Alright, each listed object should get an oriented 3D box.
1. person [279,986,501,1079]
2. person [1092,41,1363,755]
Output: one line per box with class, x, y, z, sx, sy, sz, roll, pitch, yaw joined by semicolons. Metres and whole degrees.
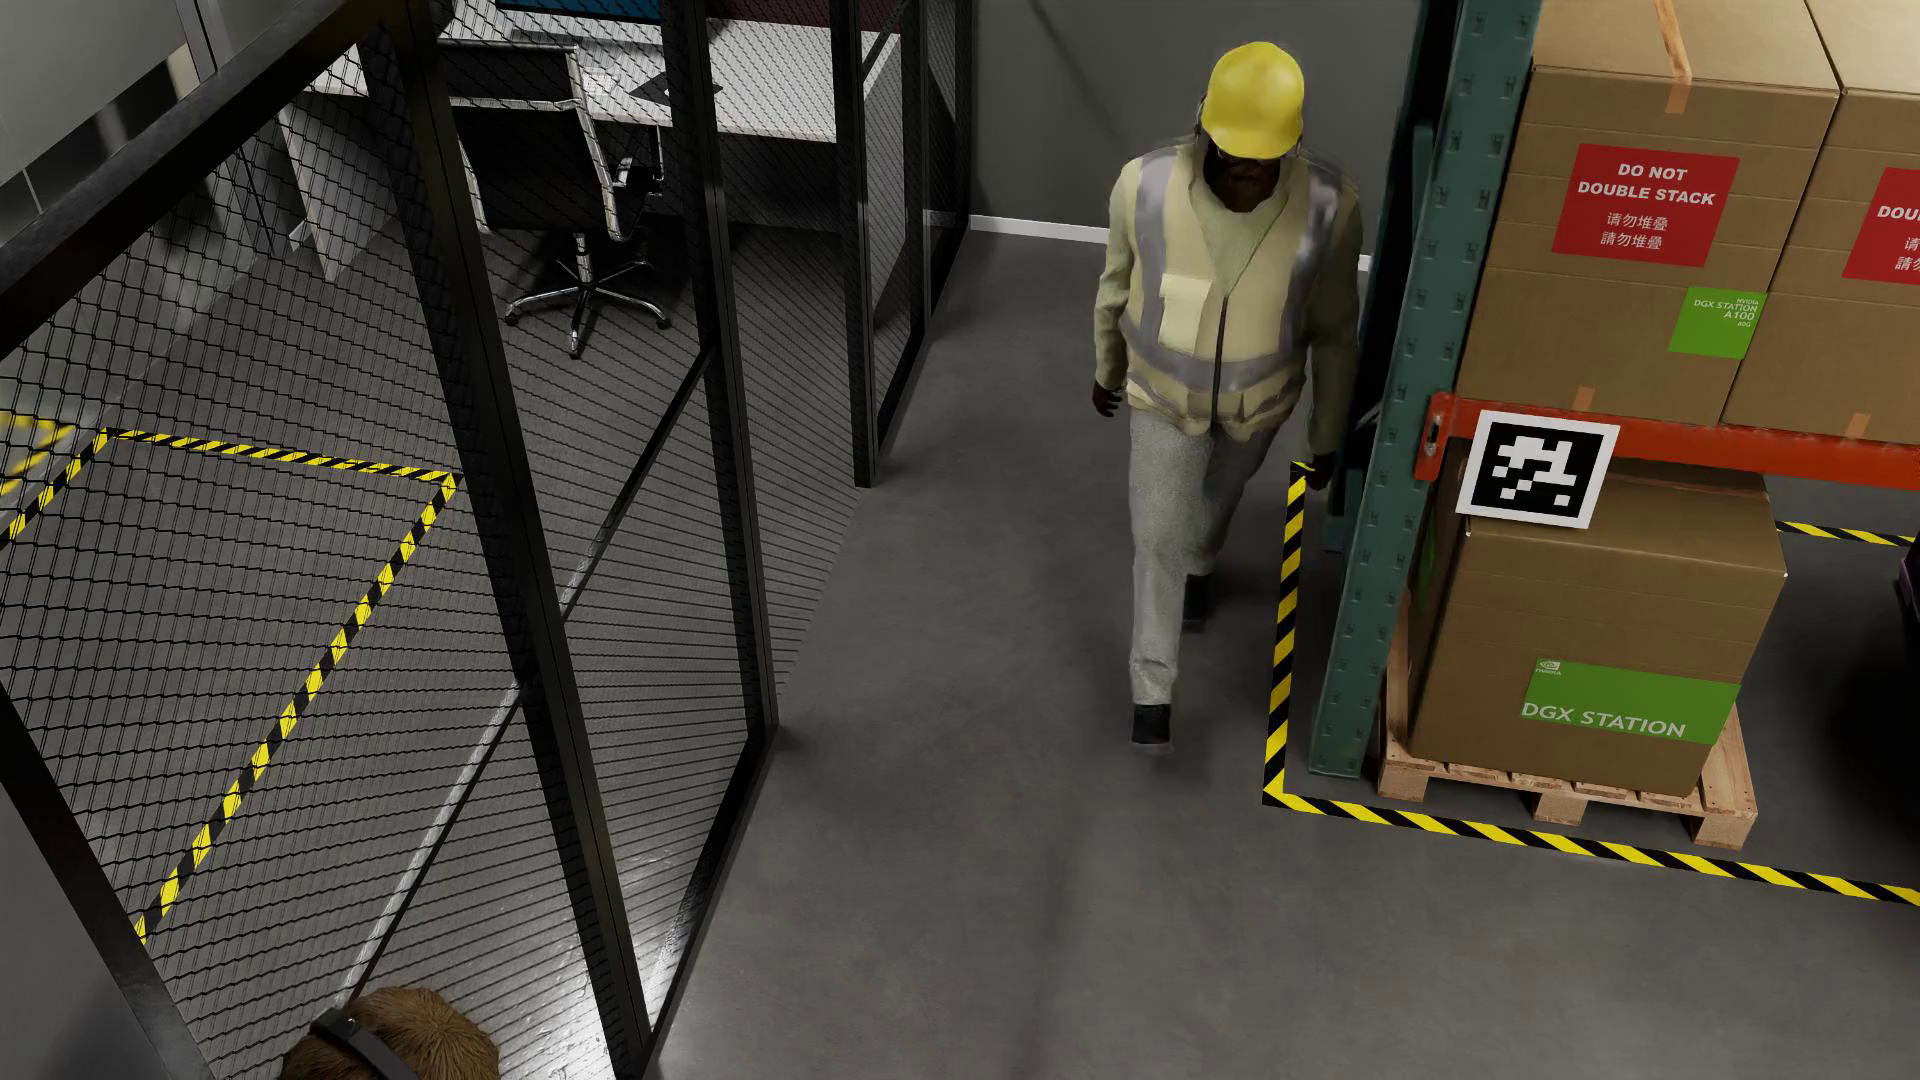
person;-0.526;1.163;2.159;0.635;1.937;0.354;19;44;20
person;0.617;-0.316;3.975;0.618;1.780;0.922;4;41;5
